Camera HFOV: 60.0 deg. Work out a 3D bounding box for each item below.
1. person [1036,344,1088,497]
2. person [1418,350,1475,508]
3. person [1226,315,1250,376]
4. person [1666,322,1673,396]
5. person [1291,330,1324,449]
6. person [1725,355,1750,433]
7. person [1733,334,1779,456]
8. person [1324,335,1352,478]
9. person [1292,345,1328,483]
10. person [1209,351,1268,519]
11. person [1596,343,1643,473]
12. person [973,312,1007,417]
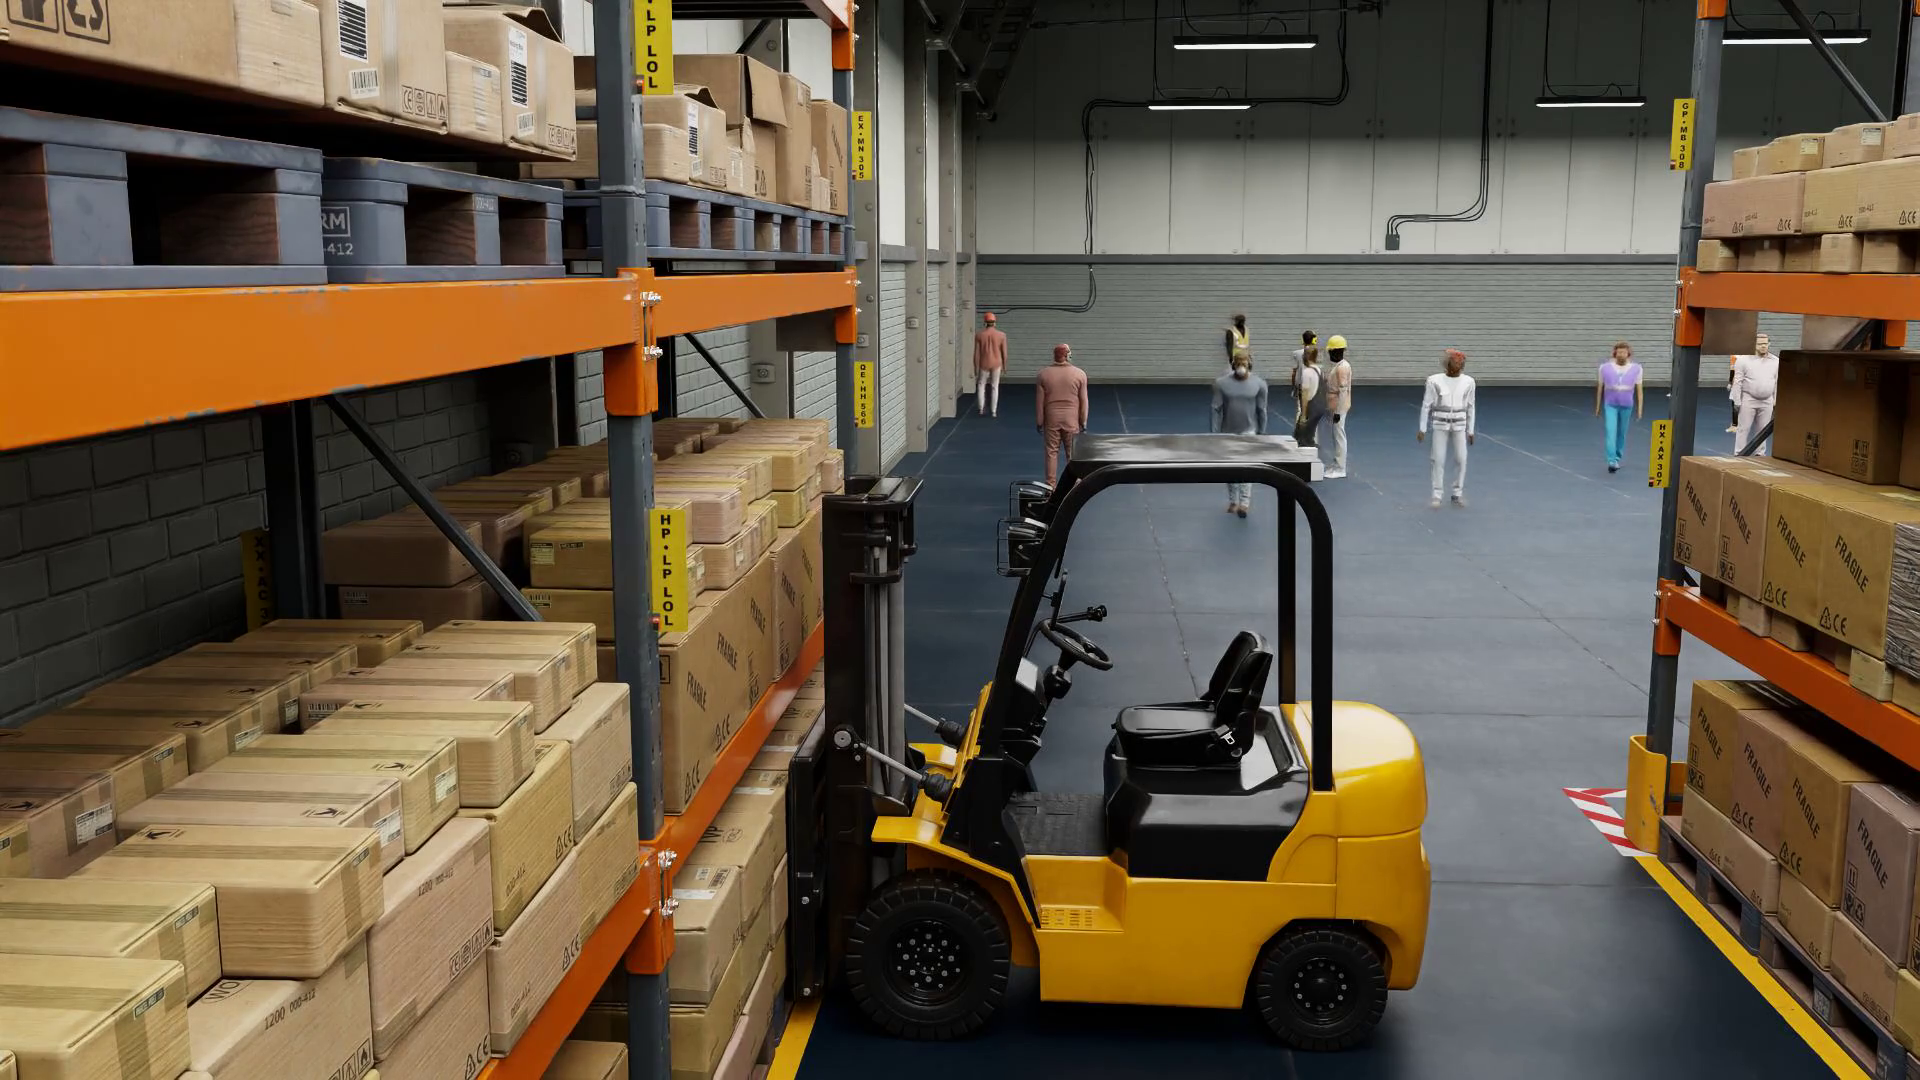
[{"bbox_3d":[1.262,-1.472,20.576,0.646,1.904,0.401,1,9,8],"label":"person"},{"bbox_3d":[5.779,-1.311,19.721,0.736,1.871,0.453,1,9,6],"label":"person"},{"bbox_3d":[6.092,-4.010,36.308,0.650,1.788,0.981,-5,11,-27],"label":"person"},{"bbox_3d":[15.740,-4.028,36.547,0.301,1.745,0.483,6,11,33],"label":"person"},{"bbox_3d":[5.423,-2.339,25.957,0.520,1.865,0.328,4,10,24],"label":"person"},{"bbox_3d":[13.362,-2.662,28.415,0.541,1.696,0.315,-2,10,-10],"label":"person"},{"bbox_3d":[11.235,-1.947,23.450,0.650,1.907,0.409,0,9,1],"label":"person"},{"bbox_3d":[5.087,-1.795,22.460,0.364,1.928,0.586,1,9,5],"label":"person"},{"bbox_3d":[4.609,-1.645,21.862,0.444,1.825,0.556,7,11,34],"label":"person"},{"bbox_3d":[3.161,-1.195,18.945,0.640,1.881,1.025,3,10,16],"label":"person"},{"bbox_3d":[9.184,-1.844,23.155,0.586,1.790,0.964,3,10,16],"label":"person"},{"bbox_3d":[0.576,-3.317,31.500,0.640,1.989,0.449,0,9,-1],"label":"person"}]
